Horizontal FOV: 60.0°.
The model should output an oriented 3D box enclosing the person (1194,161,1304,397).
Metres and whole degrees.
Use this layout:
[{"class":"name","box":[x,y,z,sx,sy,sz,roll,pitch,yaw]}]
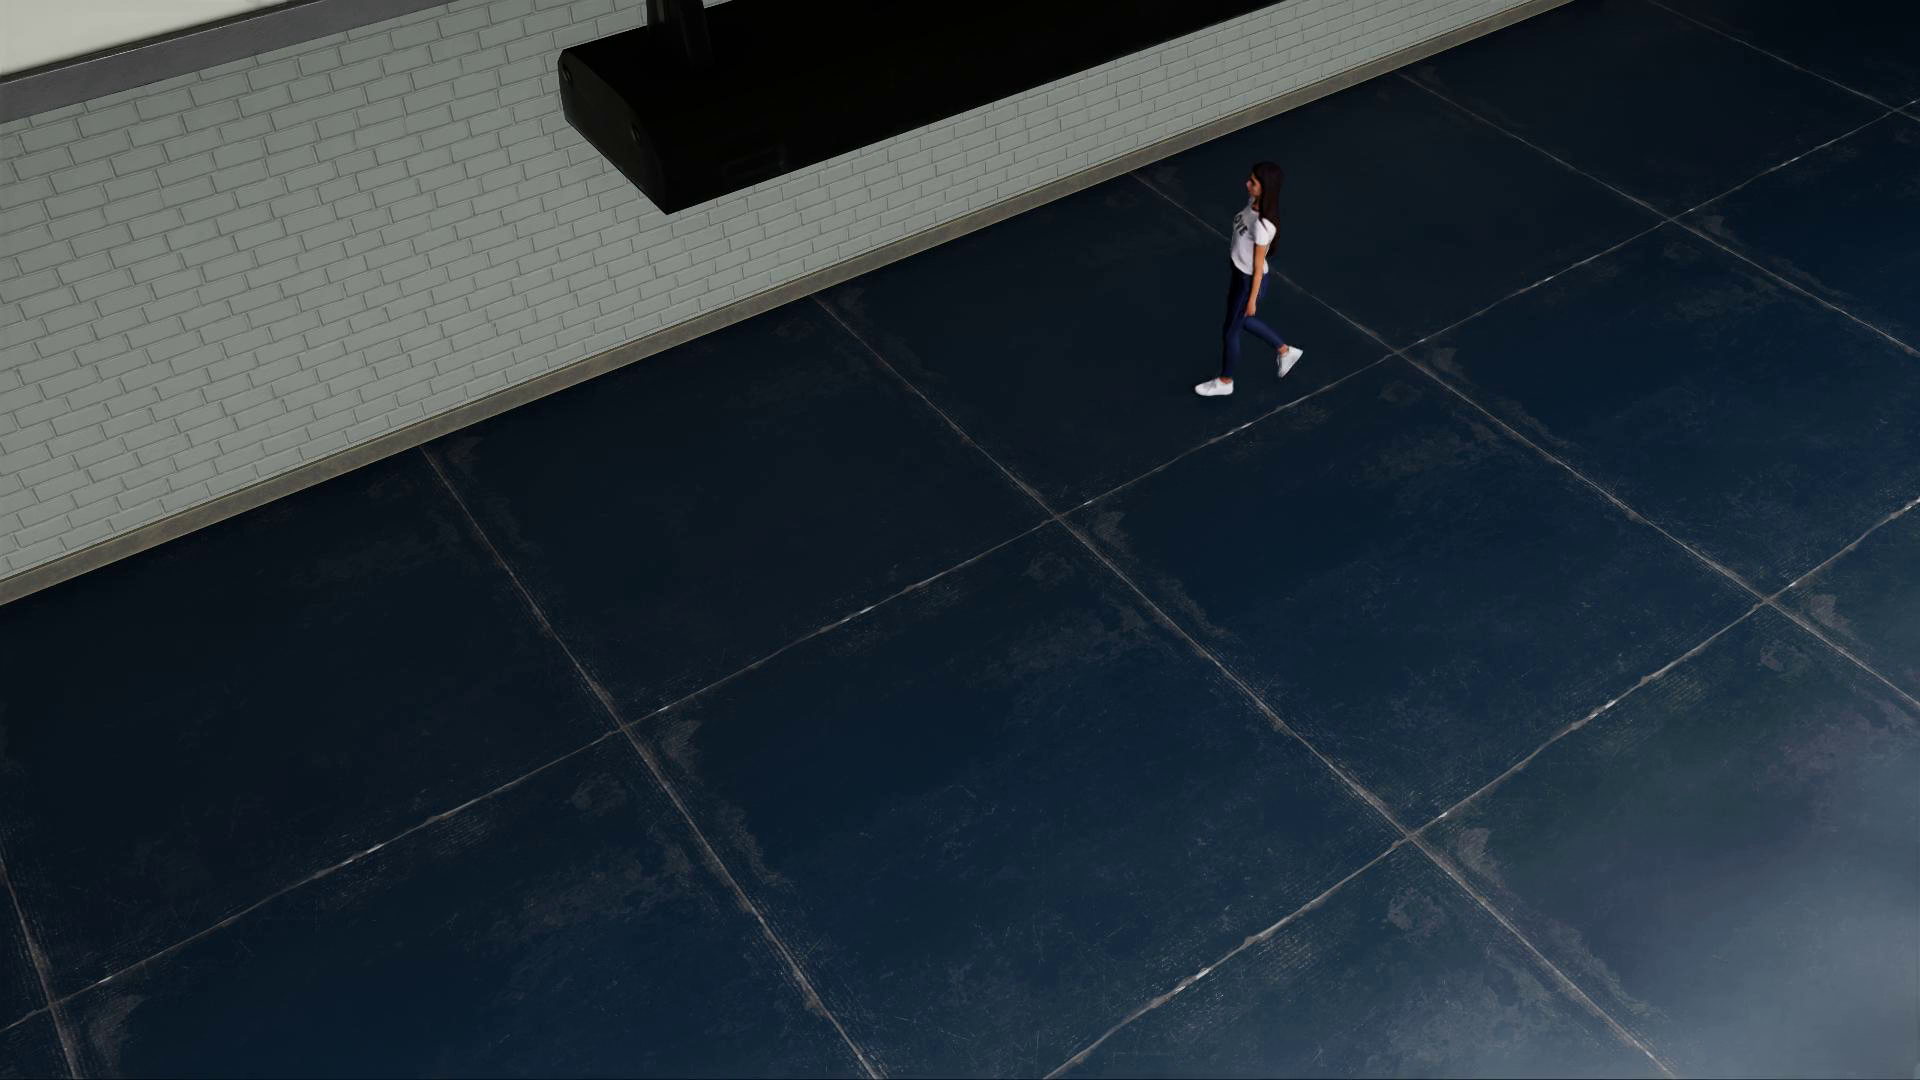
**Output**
[{"class":"person","box":[1.941,-1.655,10.723,0.984,1.759,0.966,2,43,2]}]
